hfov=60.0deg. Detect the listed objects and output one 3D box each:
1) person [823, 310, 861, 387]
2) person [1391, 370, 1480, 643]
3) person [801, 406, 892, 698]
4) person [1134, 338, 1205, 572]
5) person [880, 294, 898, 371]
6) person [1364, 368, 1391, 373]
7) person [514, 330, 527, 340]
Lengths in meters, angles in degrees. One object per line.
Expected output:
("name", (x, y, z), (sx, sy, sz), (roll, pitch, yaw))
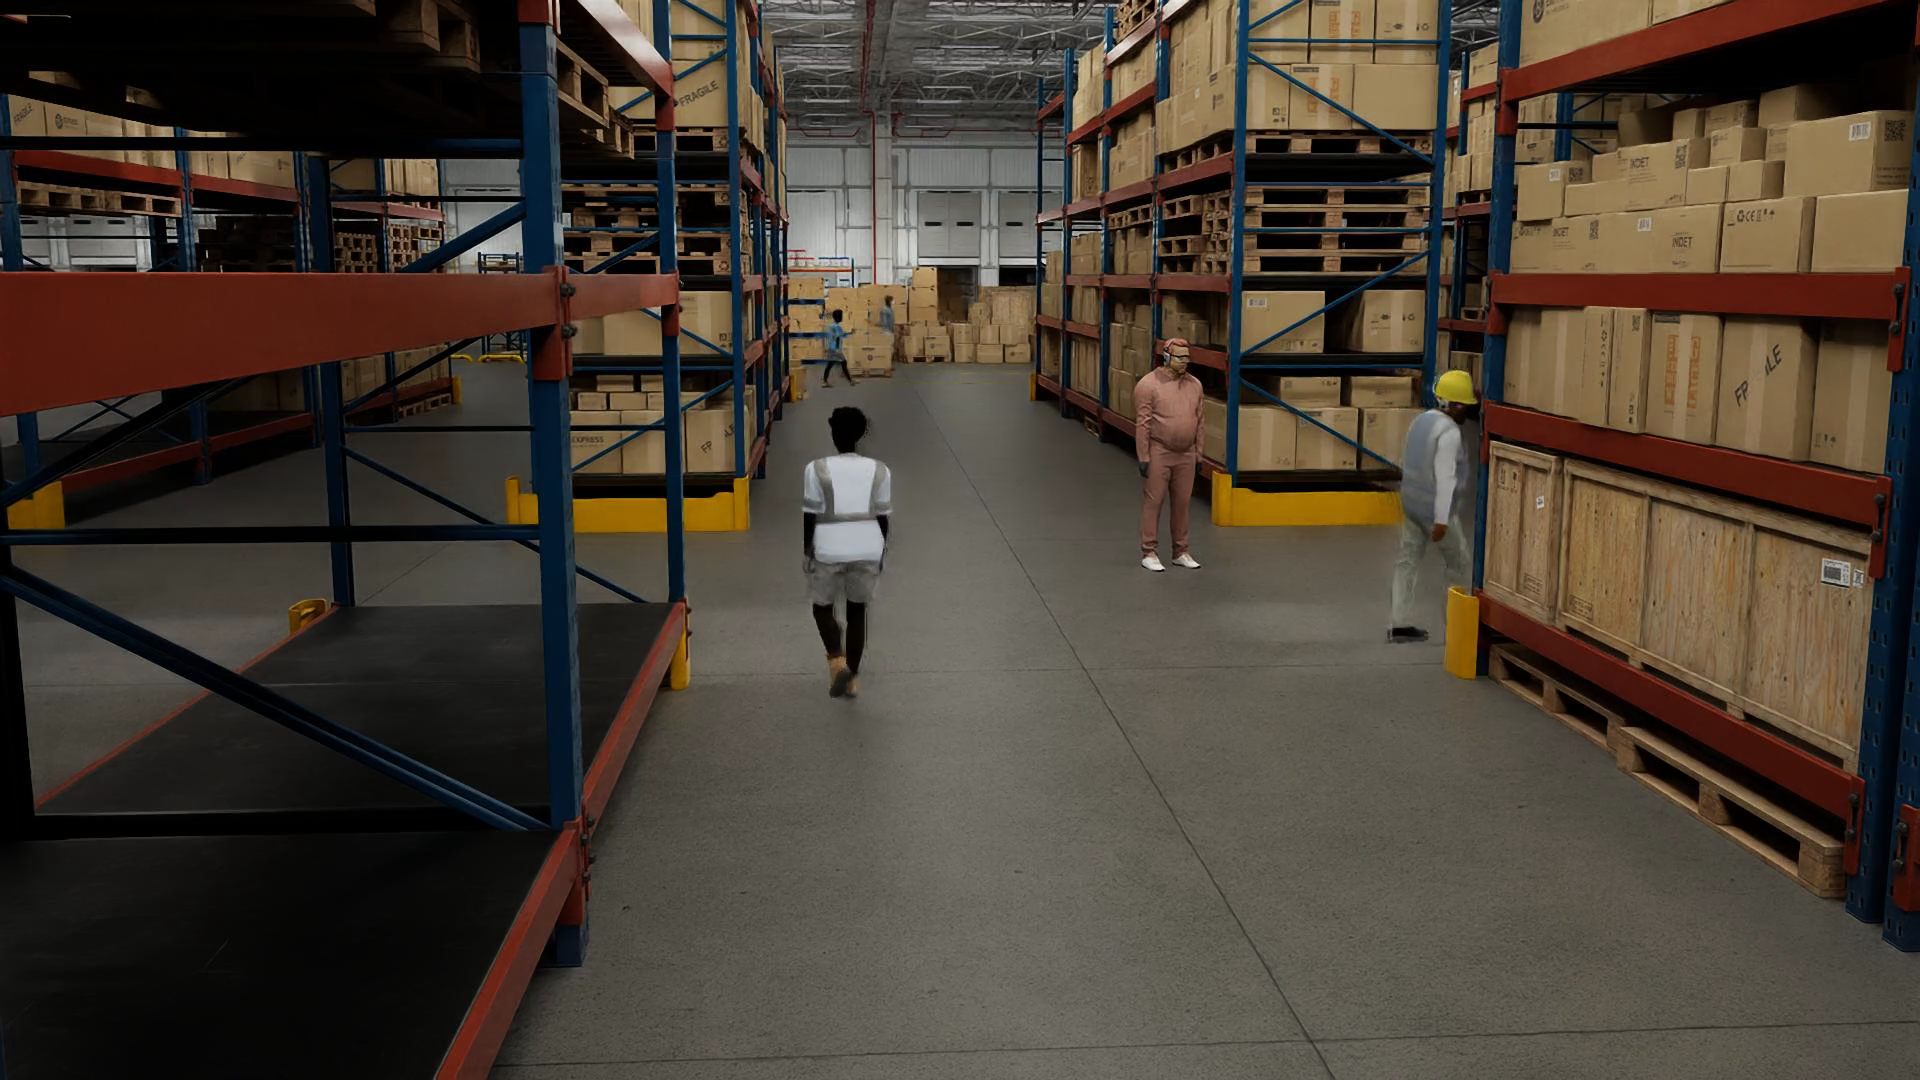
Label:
("person", (-2.572, -4.099, 35.684), (0.856, 1.646, 0.555), (-3, 10, -21))
("person", (3.156, -0.205, 10.796), (0.733, 1.792, 0.622), (-2, 9, -14))
("person", (-0.622, 0.089, 9.360), (0.540, 1.677, 0.480), (-3, 10, -20))
("person", (1.730, -0.693, 13.565), (0.642, 1.900, 0.400), (-4, 10, -26))
("person", (-1.772, -5.194, 41.761), (0.446, 1.925, 0.629), (2, 9, 14))
("person", (6.762, -2.840, 27.299), (0.671, 1.819, 0.590), (0, 9, 1))
("person", (-16.222, -8.333, 61.584), (0.595, 1.880, 0.922), (-7, 11, -36))
